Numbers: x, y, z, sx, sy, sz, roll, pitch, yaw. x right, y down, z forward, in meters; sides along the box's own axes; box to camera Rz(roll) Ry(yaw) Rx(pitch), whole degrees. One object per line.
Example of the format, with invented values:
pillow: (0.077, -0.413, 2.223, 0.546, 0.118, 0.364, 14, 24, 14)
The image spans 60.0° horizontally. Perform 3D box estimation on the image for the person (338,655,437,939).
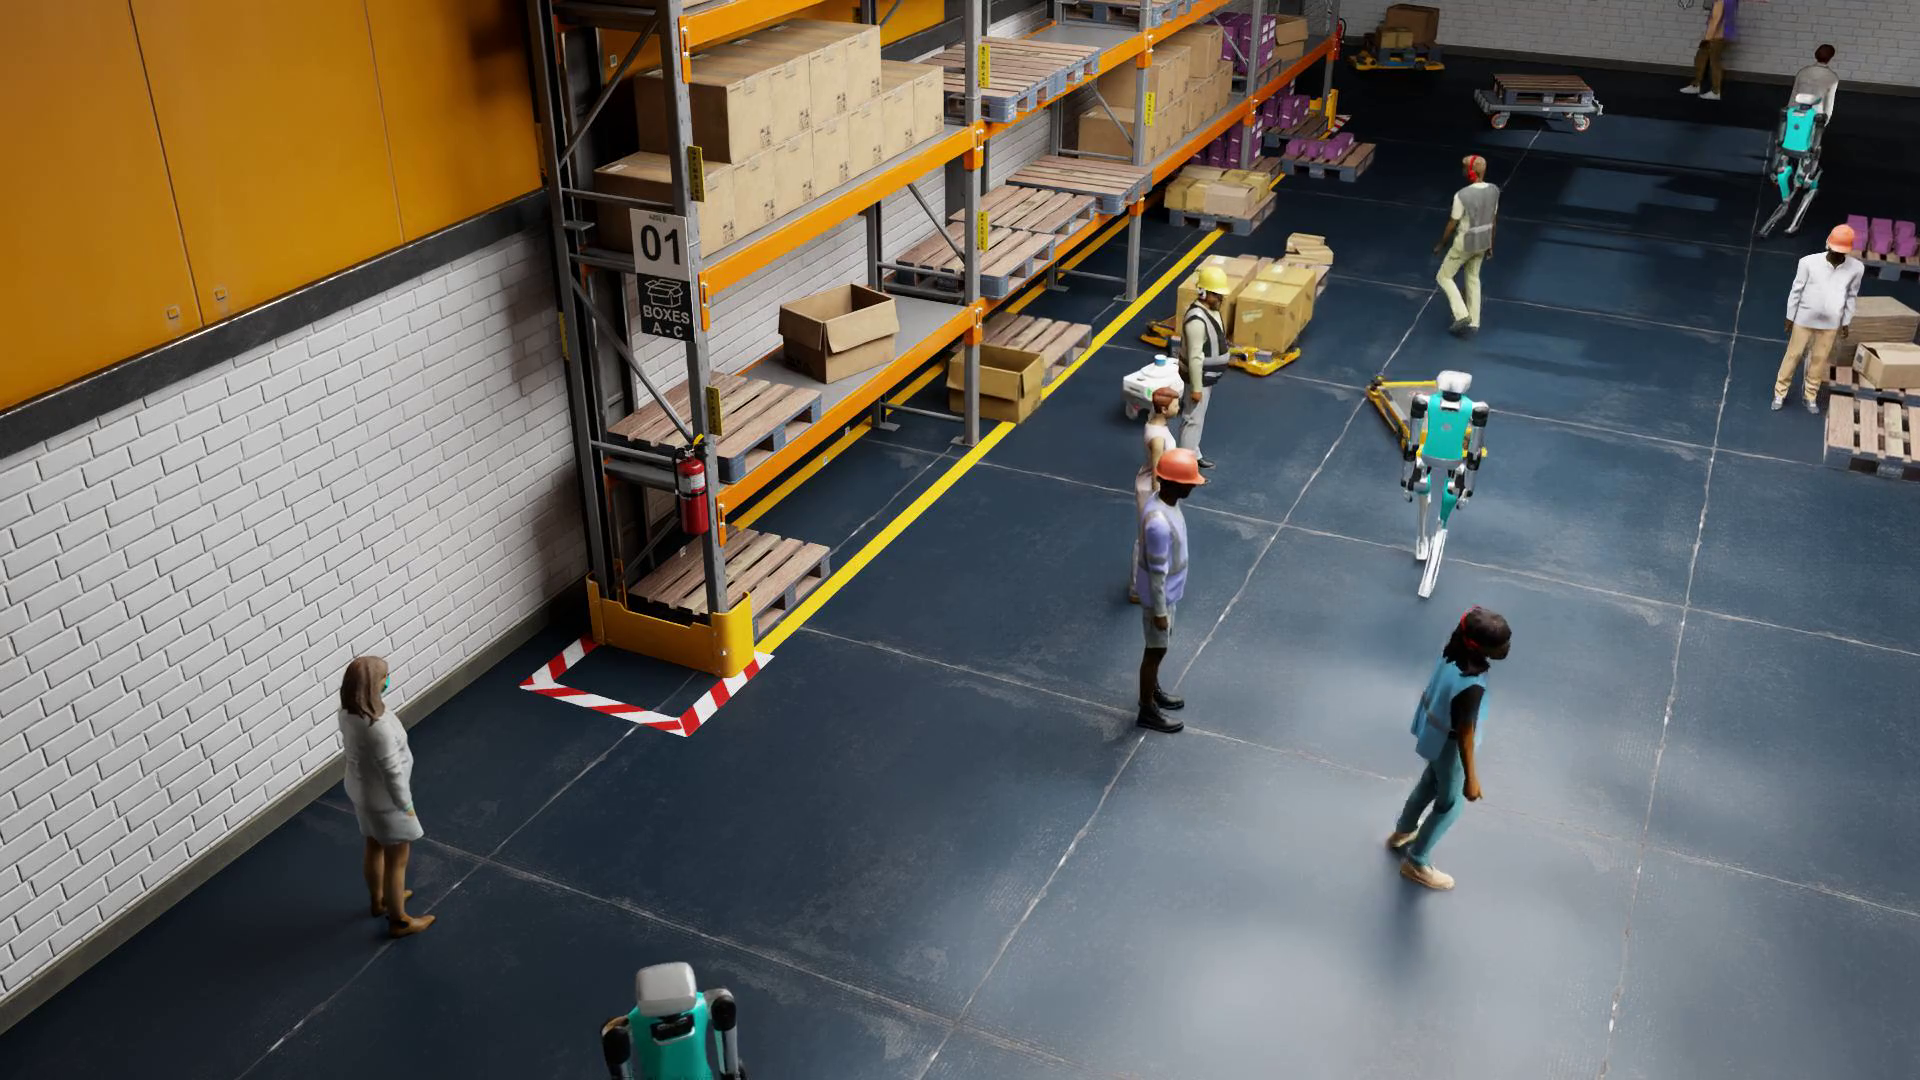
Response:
person: (-3.043, 1.340, 8.788, 0.343, 1.656, 0.482, -23, 36, -36)

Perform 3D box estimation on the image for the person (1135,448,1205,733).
person: (1.291, 0.307, 10.421, 0.374, 1.926, 0.541, 6, 29, 11)

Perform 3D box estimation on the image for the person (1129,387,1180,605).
person: (1.389, -0.318, 11.861, 0.284, 1.653, 0.441, 3, 28, 6)

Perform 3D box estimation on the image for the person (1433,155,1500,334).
person: (5.031, -2.905, 16.477, 0.581, 1.820, 0.467, -16, 32, -28)

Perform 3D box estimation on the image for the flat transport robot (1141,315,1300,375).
flat transport robot: (2.559, -1.961, 16.365, 1.431, 0.231, 0.659, 22, 35, 35)

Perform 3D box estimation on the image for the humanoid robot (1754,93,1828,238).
humanoid robot: (9.628, -4.278, 19.097, 0.985, 1.737, 0.545, -21, 35, -34)

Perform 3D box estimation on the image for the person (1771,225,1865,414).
person: (7.656, -1.971, 14.827, 0.560, 1.742, 0.334, 7, 29, 13)

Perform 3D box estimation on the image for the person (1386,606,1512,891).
person: (2.650, 1.098, 9.042, 0.408, 1.834, 0.688, 2, 28, 3)

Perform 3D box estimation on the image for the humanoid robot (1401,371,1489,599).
humanoid robot: (3.502, -0.496, 12.143, 0.532, 1.761, 1.013, 9, 30, 16)

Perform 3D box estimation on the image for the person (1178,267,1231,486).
person: (1.988, -1.356, 13.601, 0.404, 1.828, 0.590, 9, 30, 17)

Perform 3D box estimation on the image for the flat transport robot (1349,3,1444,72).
flat transport robot: (7.185, -7.901, 27.379, 1.431, 0.231, 0.659, 1, 28, 1)

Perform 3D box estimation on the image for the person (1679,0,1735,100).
person: (11.383, -7.682, 25.247, 0.774, 1.901, 0.571, 16, 32, 28)

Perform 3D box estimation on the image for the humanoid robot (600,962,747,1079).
humanoid robot: (-1.018, 2.563, 6.533, 0.541, 1.878, 0.728, -11, 30, -20)

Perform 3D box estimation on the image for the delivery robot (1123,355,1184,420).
delivery robot: (1.813, -1.380, 14.975, 0.755, 0.583, 0.521, -25, 37, -38)

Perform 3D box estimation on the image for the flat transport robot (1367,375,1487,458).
flat transport robot: (4.130, -1.099, 14.766, 0.659, 0.231, 1.431, -1, 28, -3)

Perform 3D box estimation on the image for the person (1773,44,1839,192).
person: (10.671, -5.305, 20.935, 0.516, 1.823, 0.364, 17, 33, 28)
